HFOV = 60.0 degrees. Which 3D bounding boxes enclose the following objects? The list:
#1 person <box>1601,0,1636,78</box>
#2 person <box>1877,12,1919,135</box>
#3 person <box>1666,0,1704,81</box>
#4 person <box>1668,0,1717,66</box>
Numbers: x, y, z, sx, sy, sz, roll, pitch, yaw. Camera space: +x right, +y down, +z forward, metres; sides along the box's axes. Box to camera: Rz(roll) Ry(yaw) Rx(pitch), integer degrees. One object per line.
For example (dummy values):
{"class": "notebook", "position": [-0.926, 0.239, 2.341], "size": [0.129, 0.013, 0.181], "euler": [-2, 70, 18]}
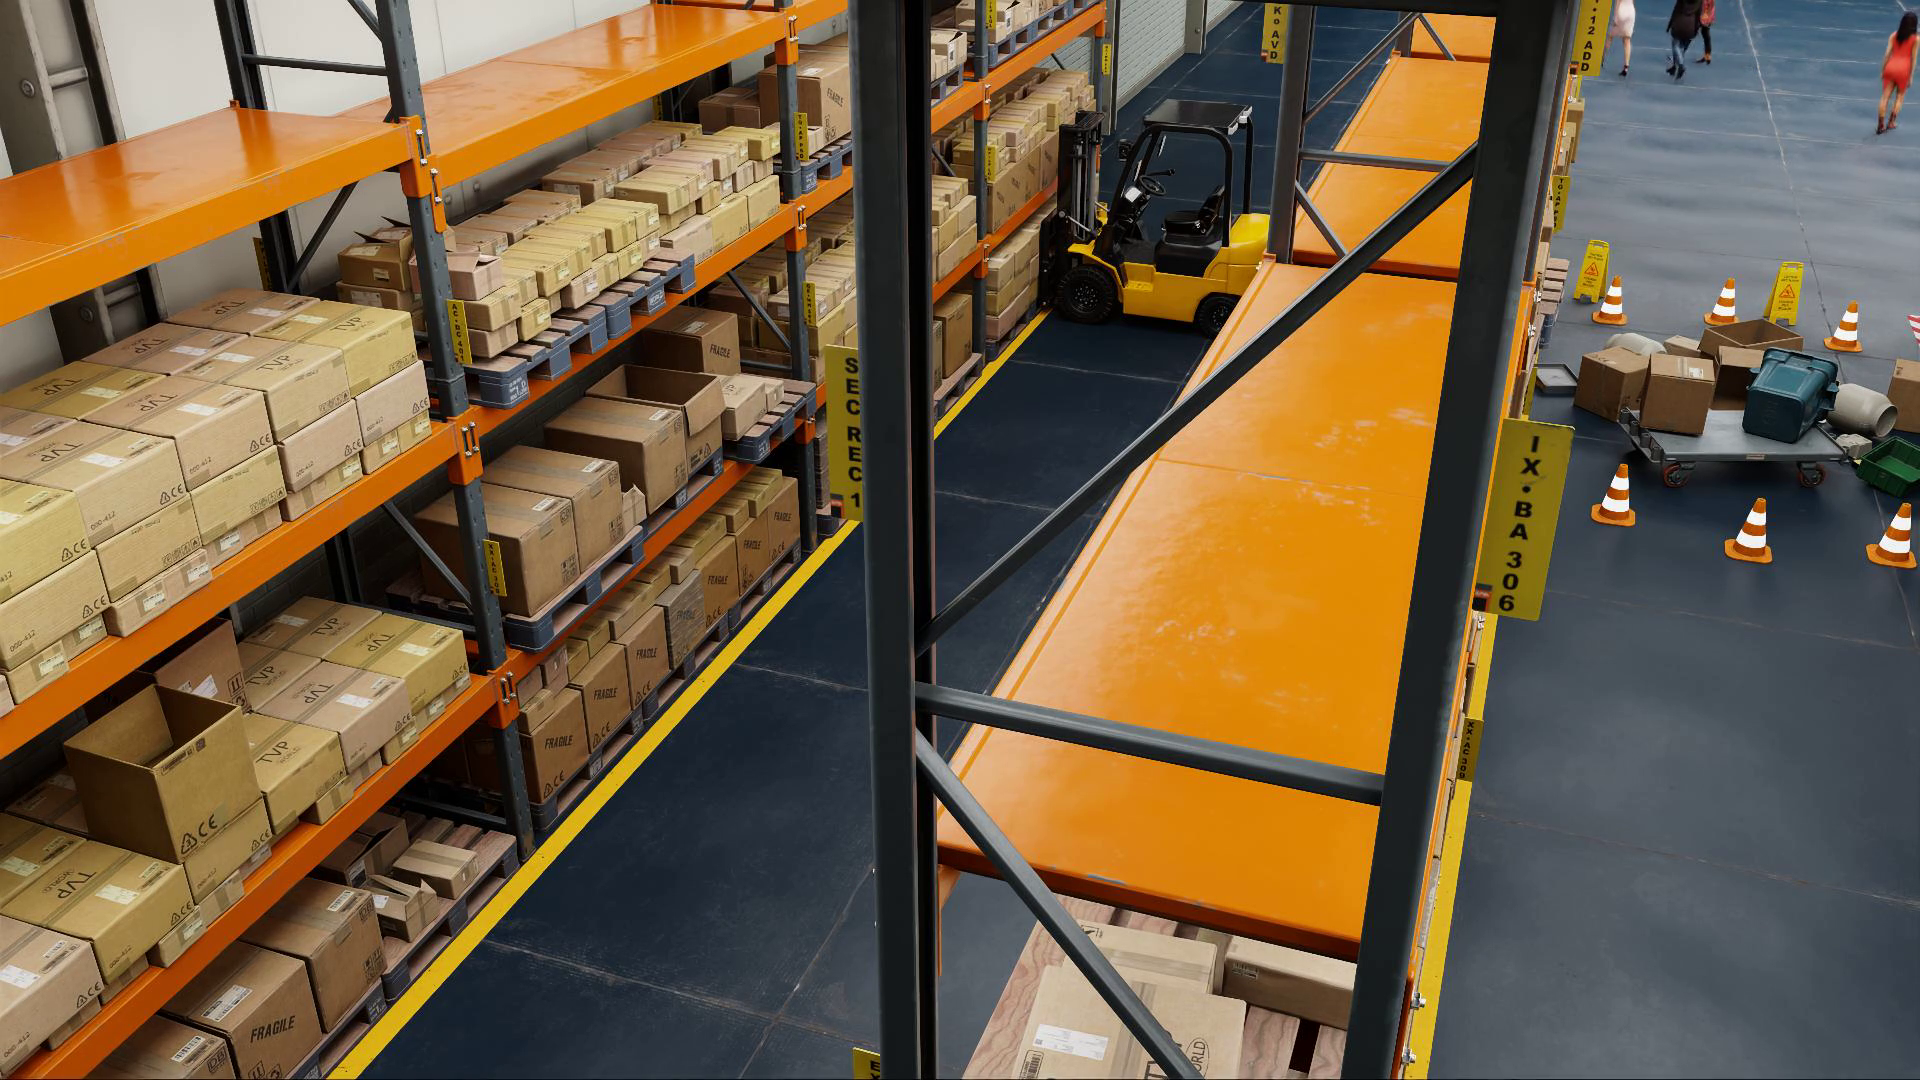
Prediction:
{"class": "person", "position": [10.898, -8.477, 27.195], "size": [0.924, 1.776, 1.208], "euler": [-2, 28, -4]}
{"class": "person", "position": [13.455, -6.699, 23.930], "size": [0.760, 1.706, 0.822], "euler": [24, 36, 37]}
{"class": "person", "position": [11.797, -8.314, 27.065], "size": [0.855, 1.611, 1.103], "euler": [-1, 28, -2]}
{"class": "person", "position": [12.630, -8.849, 28.001], "size": [0.778, 1.676, 0.878], "euler": [14, 31, 25]}
